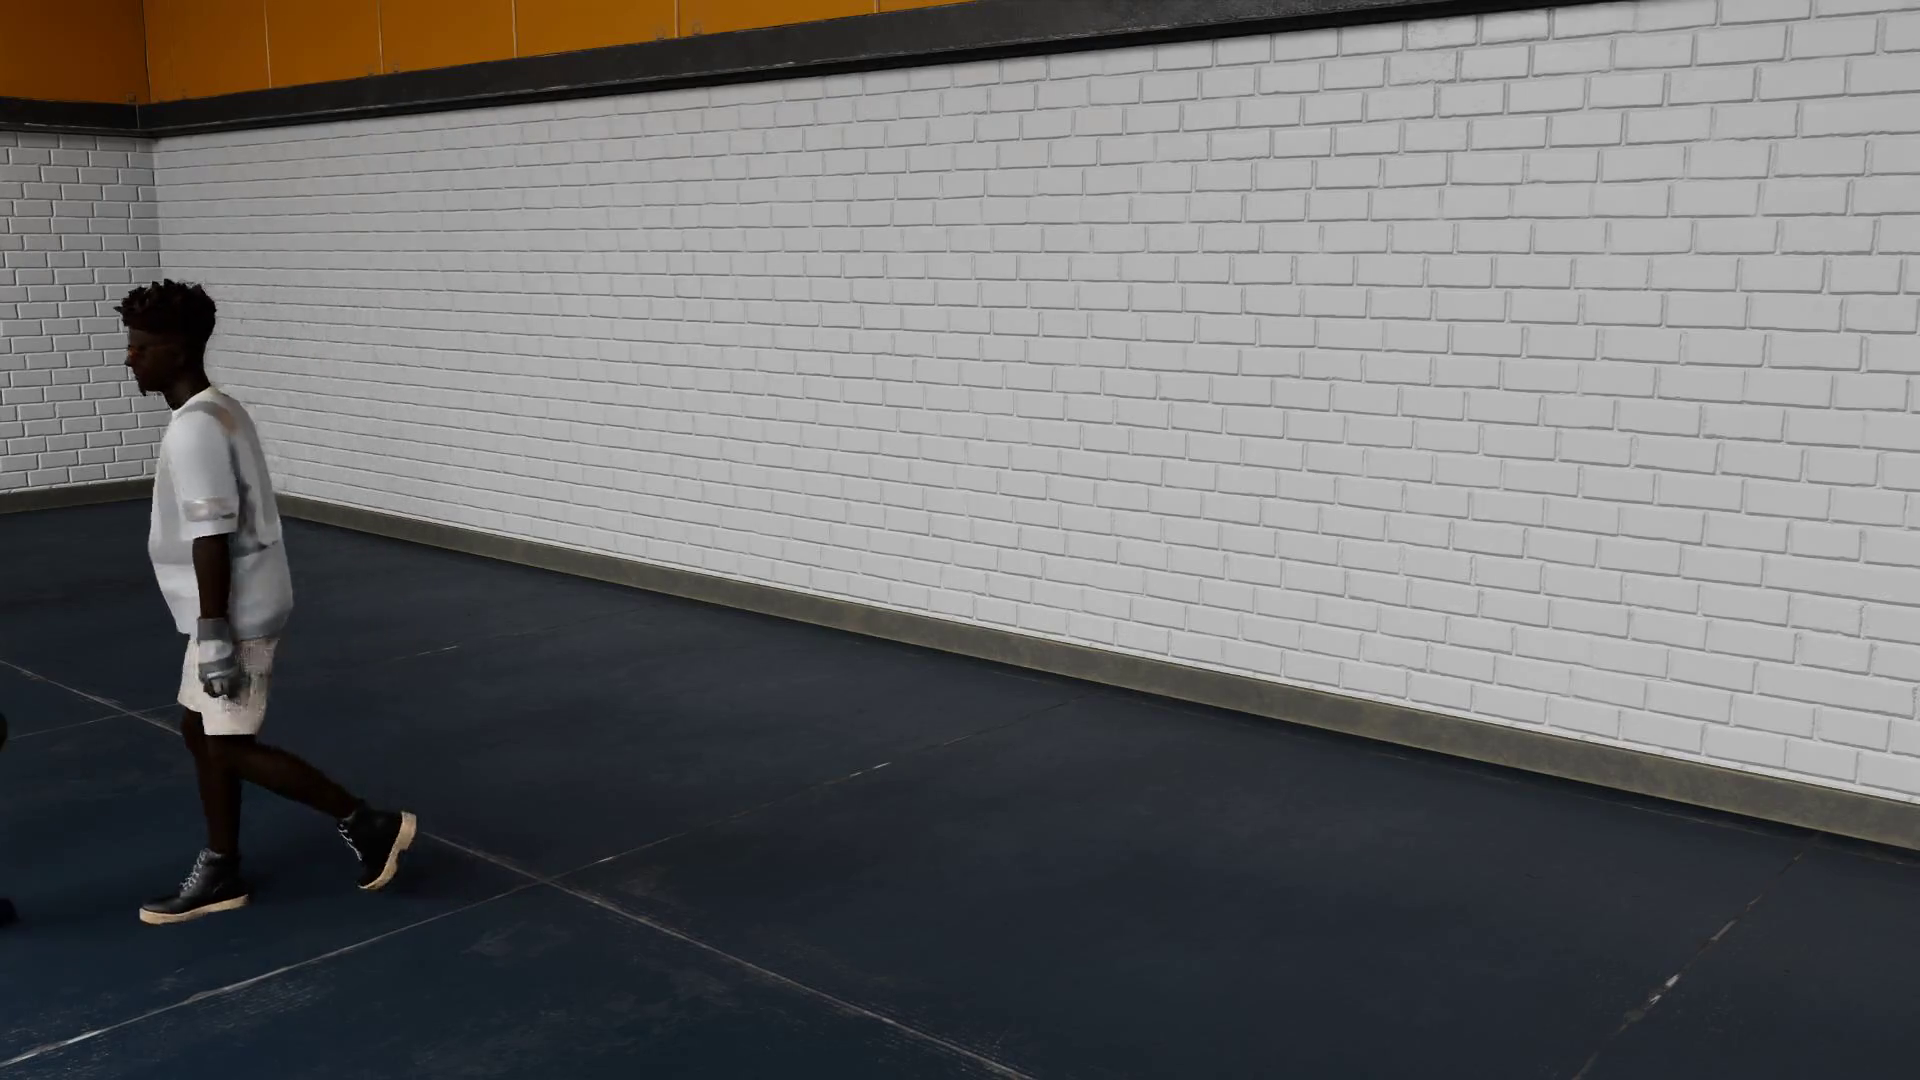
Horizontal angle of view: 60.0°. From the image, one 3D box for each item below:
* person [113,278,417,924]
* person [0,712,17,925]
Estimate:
[{"bbox_3d":[-2.088,0.195,4.959,0.728,1.945,0.612,-4,11,-21],"label":"person"},{"bbox_3d":[-3.059,0.227,4.858,0.552,1.906,0.574,-10,14,-44],"label":"person"}]
